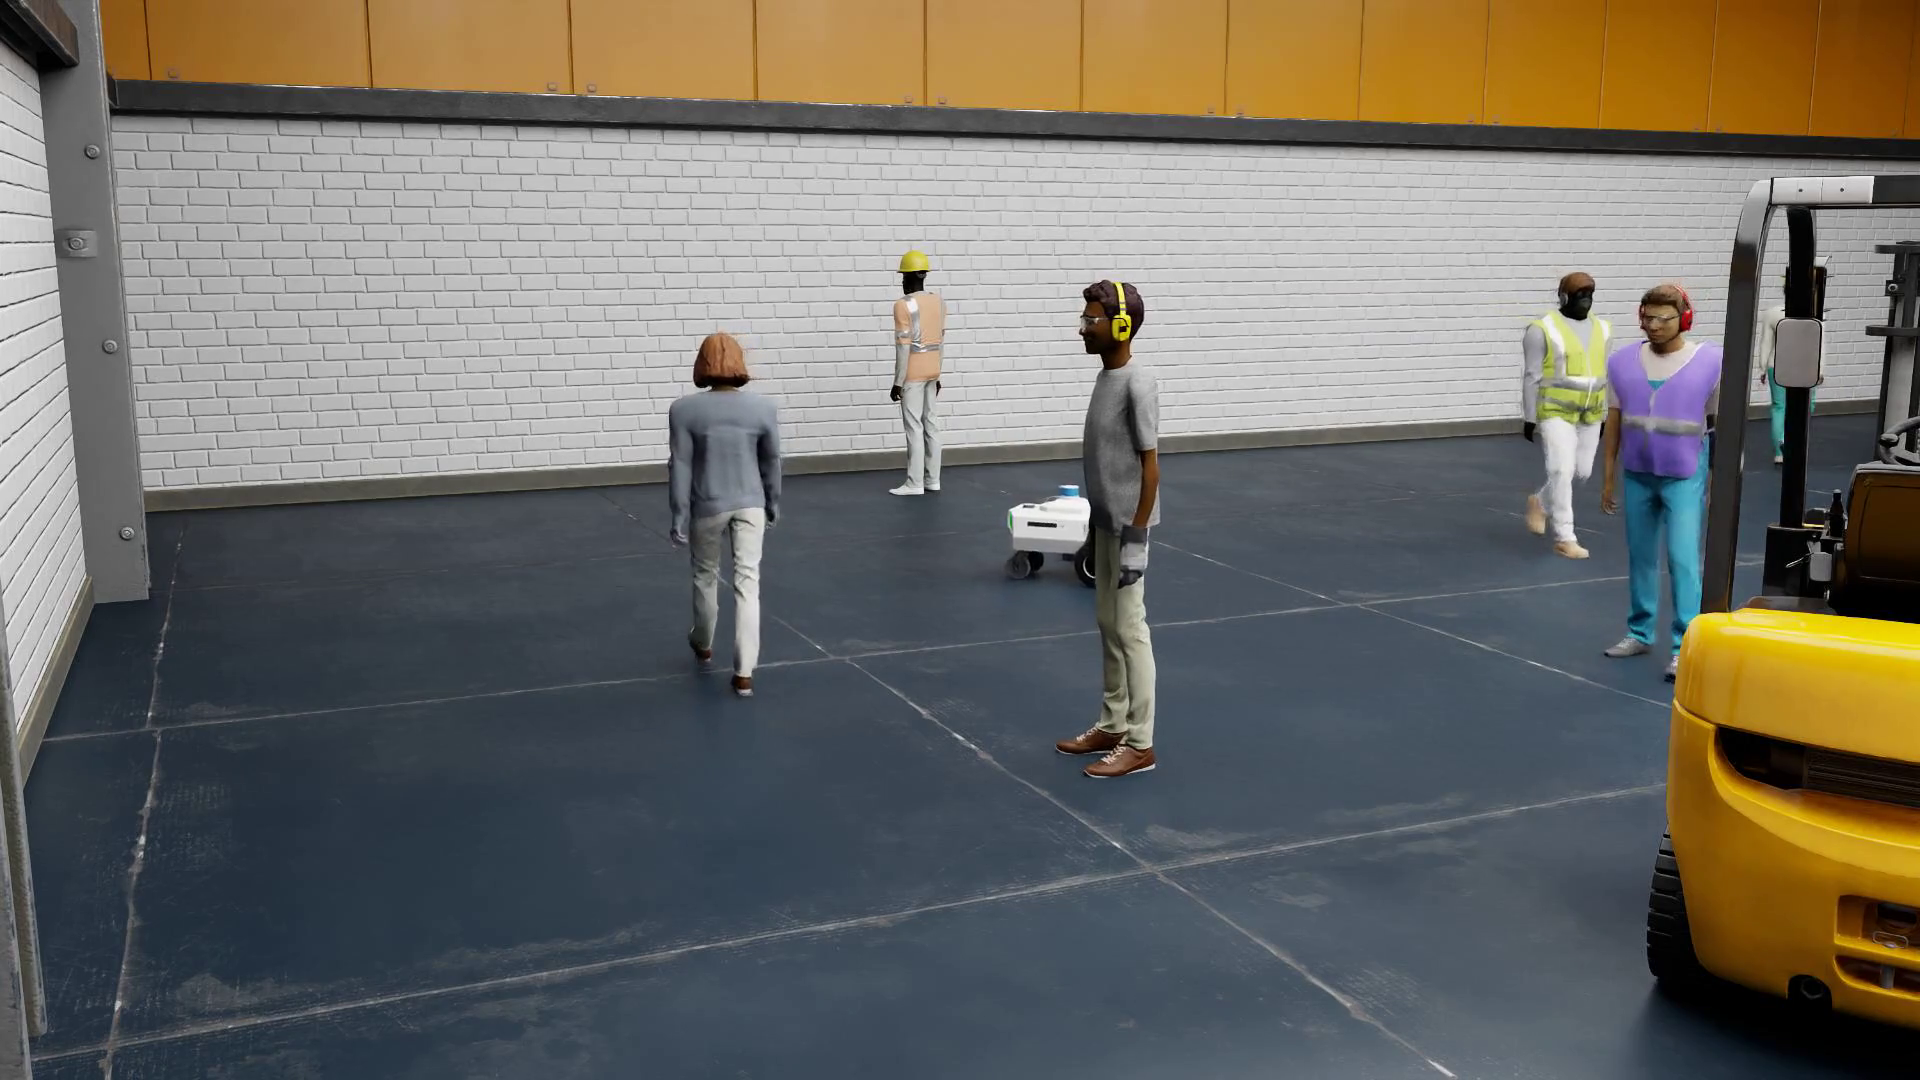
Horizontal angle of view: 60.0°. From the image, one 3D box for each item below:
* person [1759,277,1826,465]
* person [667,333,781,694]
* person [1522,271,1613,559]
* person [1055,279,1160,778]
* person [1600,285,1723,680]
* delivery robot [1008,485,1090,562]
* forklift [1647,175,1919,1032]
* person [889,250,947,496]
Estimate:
[{"bbox_3d":[7.381,-1.529,14.788,0.551,1.753,0.393,9,14,41],"label":"person"},{"bbox_3d":[-1.079,-0.143,7.603,0.527,1.588,0.830,-3,11,-17],"label":"person"},{"bbox_3d":[3.910,-0.828,10.787,0.632,1.821,0.770,-3,11,-14],"label":"person"},{"bbox_3d":[0.583,-0.037,6.277,0.333,1.872,0.515,-2,11,-13],"label":"person"},{"bbox_3d":[3.255,-0.270,7.765,0.657,1.806,0.599,-9,14,-42],"label":"person"},{"bbox_3d":[0.652,-0.081,9.885,0.707,0.478,0.477,4,11,20],"label":"delivery robot"},{"bbox_3d":[2.810,0.094,4.662,1.214,2.155,2.313,7,12,34],"label":"forklift"},{"bbox_3d":[-0.346,-1.307,13.118,0.366,1.926,0.594,7,12,34],"label":"person"}]
